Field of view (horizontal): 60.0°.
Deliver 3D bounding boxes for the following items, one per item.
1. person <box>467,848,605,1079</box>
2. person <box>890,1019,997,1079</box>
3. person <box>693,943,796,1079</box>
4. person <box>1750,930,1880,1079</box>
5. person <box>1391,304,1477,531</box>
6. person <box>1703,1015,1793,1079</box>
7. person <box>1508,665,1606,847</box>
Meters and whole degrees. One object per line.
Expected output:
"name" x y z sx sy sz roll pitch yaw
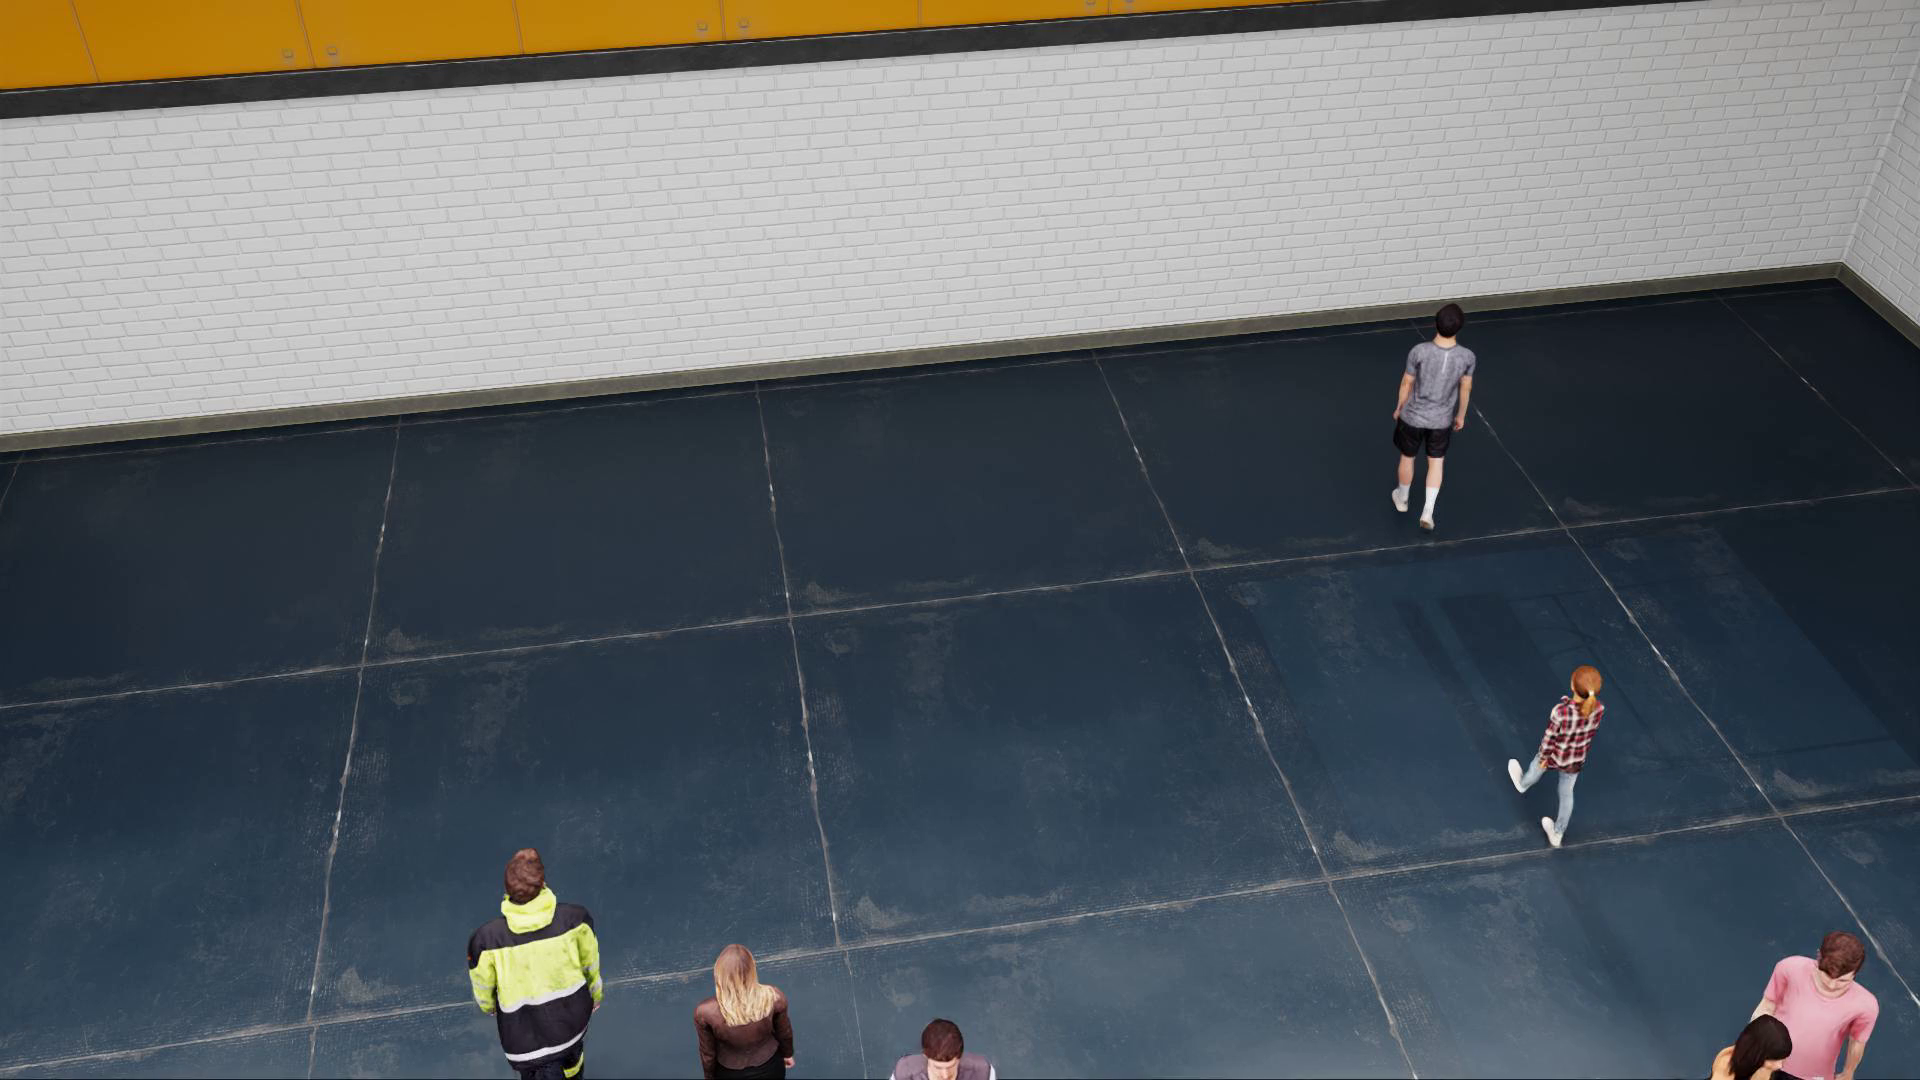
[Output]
"person" -2.043 2.359 8.219 1.017 1.951 1.267 -20 43 -23
"person" -0.093 2.761 7.834 0.812 1.804 1.212 0 39 0
"person" -1.037 2.574 8.148 0.630 1.704 0.531 -11 40 -13
"person" 4.080 2.466 8.098 0.826 1.935 0.886 30 48 32
"person" 3.488 -0.889 12.359 0.830 1.862 0.995 5 39 6
"person" 3.595 2.705 8.068 0.708 1.599 1.116 -14 41 -17
"person" 3.684 1.329 10.053 0.550 1.272 0.865 -5 39 -7
